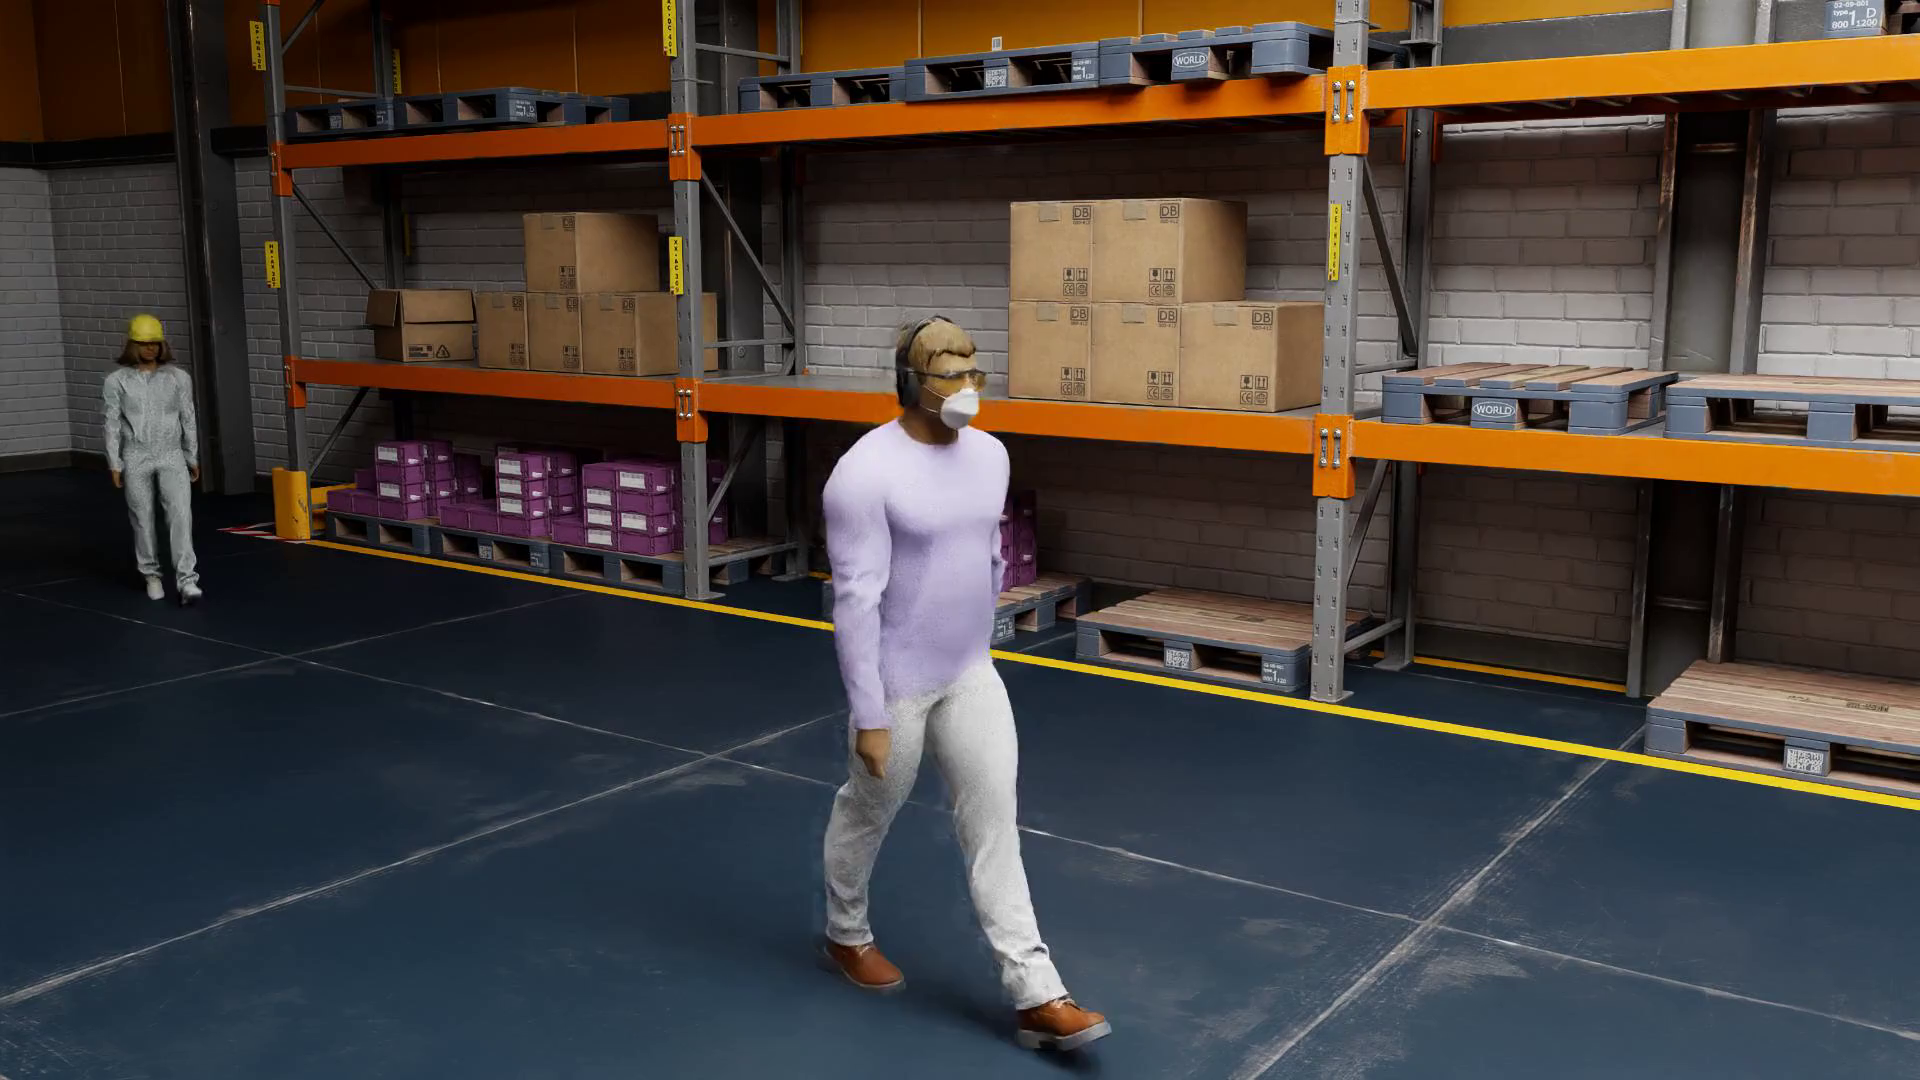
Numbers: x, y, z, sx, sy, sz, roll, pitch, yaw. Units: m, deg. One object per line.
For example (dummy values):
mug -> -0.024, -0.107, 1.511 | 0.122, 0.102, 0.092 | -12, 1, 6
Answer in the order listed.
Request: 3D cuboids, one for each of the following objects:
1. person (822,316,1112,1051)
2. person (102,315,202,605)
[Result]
person -> -0.062, 0.369, 4.323 | 0.648, 1.880, 1.037 | -9, 13, -42
person -> -4.699, -0.451, 9.711 | 0.510, 1.695, 0.876 | -6, 11, -33
